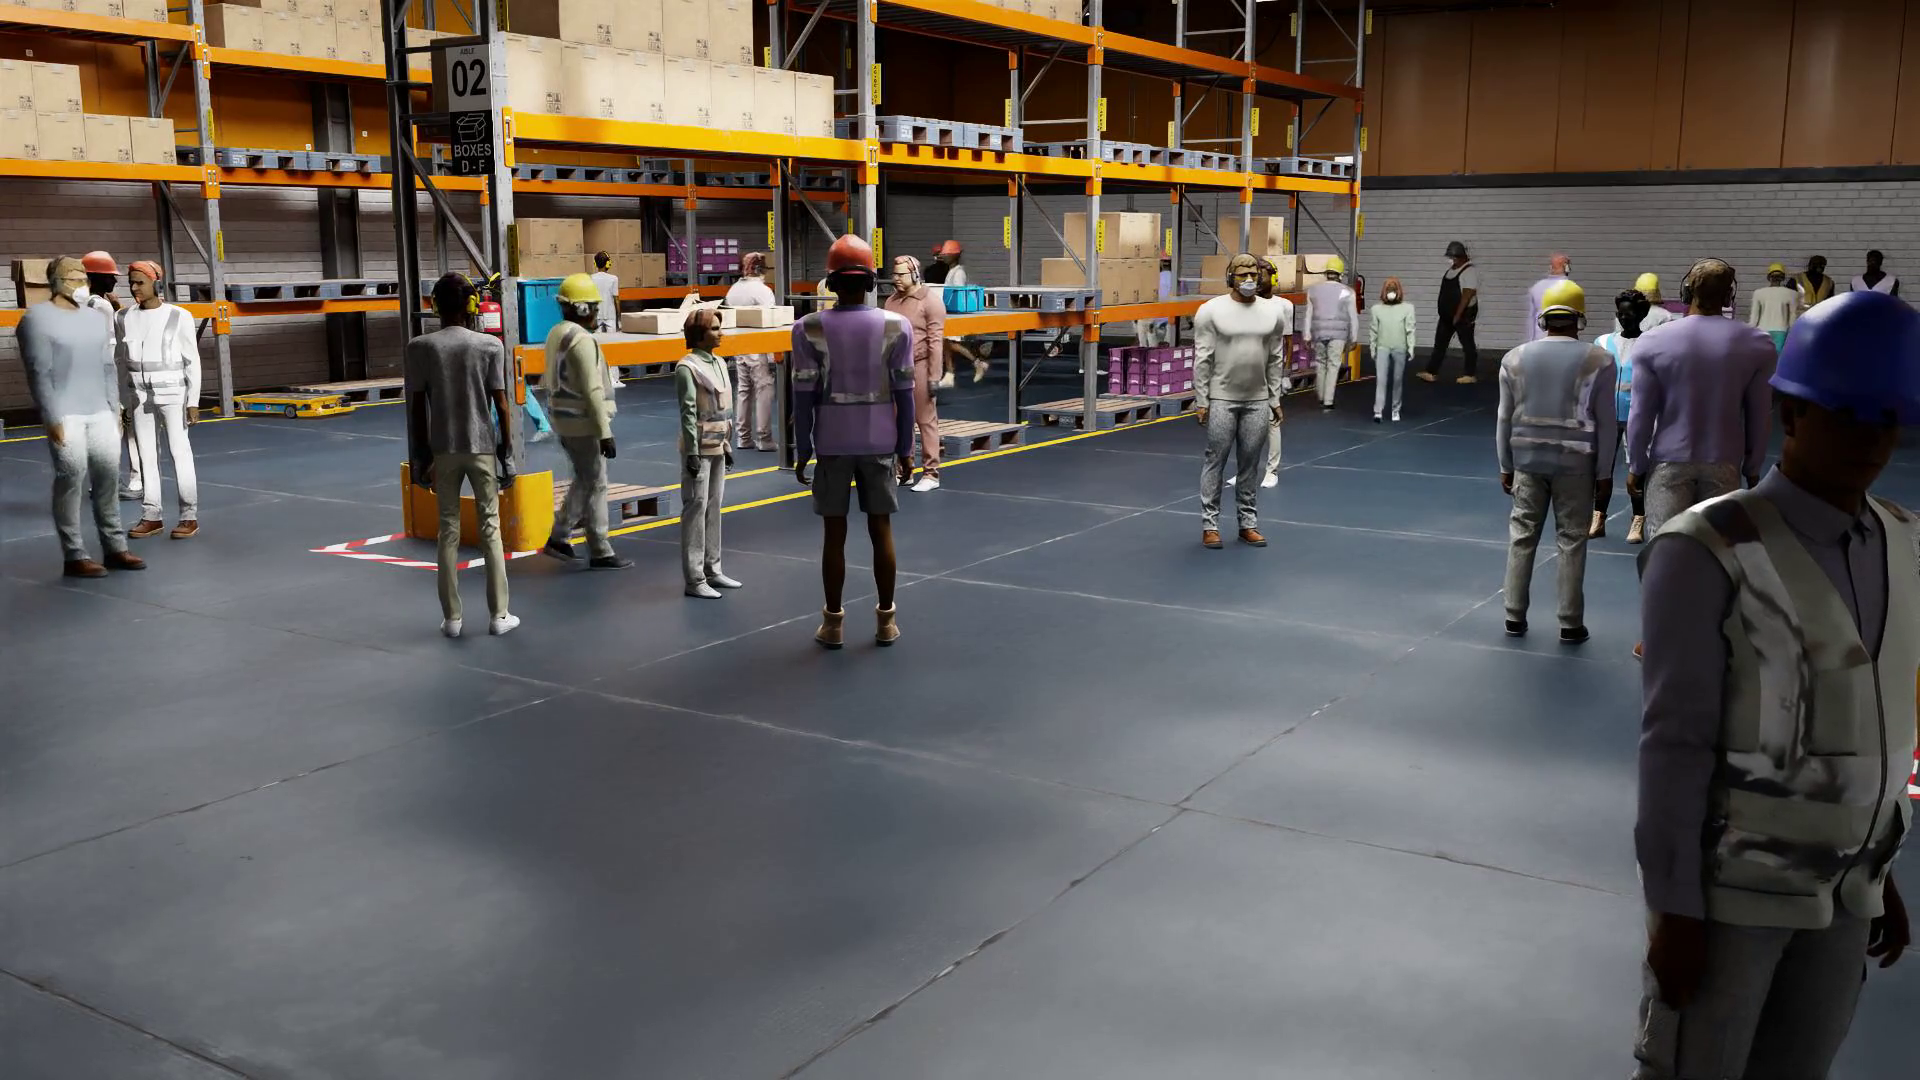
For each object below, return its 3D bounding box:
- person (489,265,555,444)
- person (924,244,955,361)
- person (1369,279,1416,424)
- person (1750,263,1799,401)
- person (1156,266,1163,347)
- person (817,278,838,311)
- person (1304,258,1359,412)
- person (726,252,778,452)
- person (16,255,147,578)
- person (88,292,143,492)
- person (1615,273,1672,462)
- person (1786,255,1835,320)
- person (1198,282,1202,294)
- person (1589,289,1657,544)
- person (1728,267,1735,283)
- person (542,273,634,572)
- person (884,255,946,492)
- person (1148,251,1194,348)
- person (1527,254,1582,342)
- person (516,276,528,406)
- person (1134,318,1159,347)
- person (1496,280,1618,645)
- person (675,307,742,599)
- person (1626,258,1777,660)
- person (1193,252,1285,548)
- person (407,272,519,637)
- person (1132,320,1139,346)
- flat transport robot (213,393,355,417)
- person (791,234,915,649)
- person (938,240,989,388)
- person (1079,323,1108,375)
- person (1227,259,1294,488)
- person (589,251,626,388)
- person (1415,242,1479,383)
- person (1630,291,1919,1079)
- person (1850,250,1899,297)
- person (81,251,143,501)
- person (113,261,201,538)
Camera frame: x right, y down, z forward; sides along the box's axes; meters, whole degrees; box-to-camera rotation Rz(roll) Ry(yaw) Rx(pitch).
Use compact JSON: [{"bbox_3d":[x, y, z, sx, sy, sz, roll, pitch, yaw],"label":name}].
[{"bbox_3d":[-4.424,-1.799,16.291,0.994,1.792,0.579,-9,13,-40],"label":"person"},{"bbox_3d":[-0.323,-3.885,27.413,0.637,1.939,0.859,4,11,20],"label":"person"},{"bbox_3d":[4.780,-2.082,18.427,0.515,1.586,0.875,4,11,19],"label":"person"},{"bbox_3d":[10.286,-2.620,21.017,0.536,1.729,0.847,7,12,34],"label":"person"},{"bbox_3d":[3.281,-3.791,27.649,0.401,1.667,0.623,0,10,-2],"label":"person"},{"bbox_3d":[-1.361,-2.384,19.134,0.552,1.932,0.377,5,11,25],"label":"person"},{"bbox_3d":[4.436,-2.432,19.763,0.622,1.798,0.791,5,12,27],"label":"person"},{"bbox_3d":[-1.957,-1.798,16.006,0.681,1.900,0.399,10,14,44],"label":"person"},{"bbox_3d":[-5.301,-0.735,10.013,0.408,1.934,0.637,4,11,19],"label":"person"},{"bbox_3d":[-6.803,-1.194,13.368,0.515,1.637,0.314,1,10,7],"label":"person"},{"bbox_3d":[6.195,-1.560,15.132,0.505,1.723,0.351,6,12,30],"label":"person"},{"bbox_3d":[11.633,-2.970,22.735,0.650,1.808,0.764,0,10,-3],"label":"person"},{"bbox_3d":[4.041,-3.597,26.721,0.394,1.611,0.583,-8,13,-39],"label":"person"},{"bbox_3d":[4.456,-0.825,11.158,0.540,1.696,0.316,8,13,39],"label":"person"},{"bbox_3d":[11.427,-3.275,24.941,0.295,1.620,0.510,3,11,15],"label":"person"},{"bbox_3d":[-2.280,-0.705,10.129,0.437,1.828,0.611,-5,12,-28],"label":"person"},{"bbox_3d":[-0.412,-1.341,13.467,0.645,1.900,0.402,9,14,41],"label":"person"},{"bbox_3d":[2.933,-3.066,23.009,0.551,1.894,0.928,7,12,33],"label":"person"},{"bbox_3d":[6.554,-2.205,18.311,0.817,1.878,0.662,-8,13,-38],"label":"person"},{"bbox_3d":[-5.493,-2.580,20.162,0.531,1.945,0.647,-7,12,-34],"label":"person"},{"bbox_3d":[2.757,-3.337,24.558,0.350,1.882,0.583,-6,12,-28],"label":"person"},{"bbox_3d":[3.009,-0.391,8.407,0.592,1.826,0.404,7,13,35],"label":"person"},{"bbox_3d":[-1.450,-0.497,9.486,0.309,1.645,0.515,3,11,15],"label":"person"},{"bbox_3d":[3.462,-0.347,7.840,0.630,1.940,0.371,3,11,16],"label":"person"},{"bbox_3d":[1.838,-0.912,10.967,0.627,1.941,0.370,-2,10,-12],"label":"person"},{"bbox_3d":[-2.540,-0.430,8.506,0.519,1.865,0.328,-1,10,-7],"label":"person"},{"bbox_3d":[2.682,-3.405,24.970,0.394,1.886,0.652,1,10,6],"label":"person"},{"bbox_3d":[-7.826,-1.573,19.249,1.431,0.197,0.652,3,11,15],"label":"flat transport robot"},{"bbox_3d":[-0.527,-0.475,8.243,0.608,2.048,0.368,-2,10,-10],"label":"person"},{"bbox_3d":[-0.013,-3.084,22.779,0.695,2.022,0.620,-2,11,-14],"label":"person"},{"bbox_3d":[2.005,-3.445,25.047,0.382,1.921,0.591,-7,12,-34],"label":"person"},{"bbox_3d":[2.480,-1.360,13.639,0.521,1.873,0.335,8,13,38],"label":"person"},{"bbox_3d":[-4.854,-3.005,22.759,0.508,1.872,0.329,2,10,9],"label":"person"},{"bbox_3d":[6.930,-3.218,23.463,0.957,2.000,0.689,-4,11,-22],"label":"person"},{"bbox_3d":[1.367,0.565,2.776,0.604,1.942,0.402,-5,11,-24],"label":"person"},{"bbox_3d":[12.032,-2.864,21.916,0.732,1.895,0.608,-10,14,-43],"label":"person"},{"bbox_3d":[-6.634,-1.264,12.922,0.552,1.934,0.356,9,13,40],"label":"person"},{"bbox_3d":[-5.449,-0.943,11.292,0.585,1.882,0.340,1,10,5],"label":"person"}]
